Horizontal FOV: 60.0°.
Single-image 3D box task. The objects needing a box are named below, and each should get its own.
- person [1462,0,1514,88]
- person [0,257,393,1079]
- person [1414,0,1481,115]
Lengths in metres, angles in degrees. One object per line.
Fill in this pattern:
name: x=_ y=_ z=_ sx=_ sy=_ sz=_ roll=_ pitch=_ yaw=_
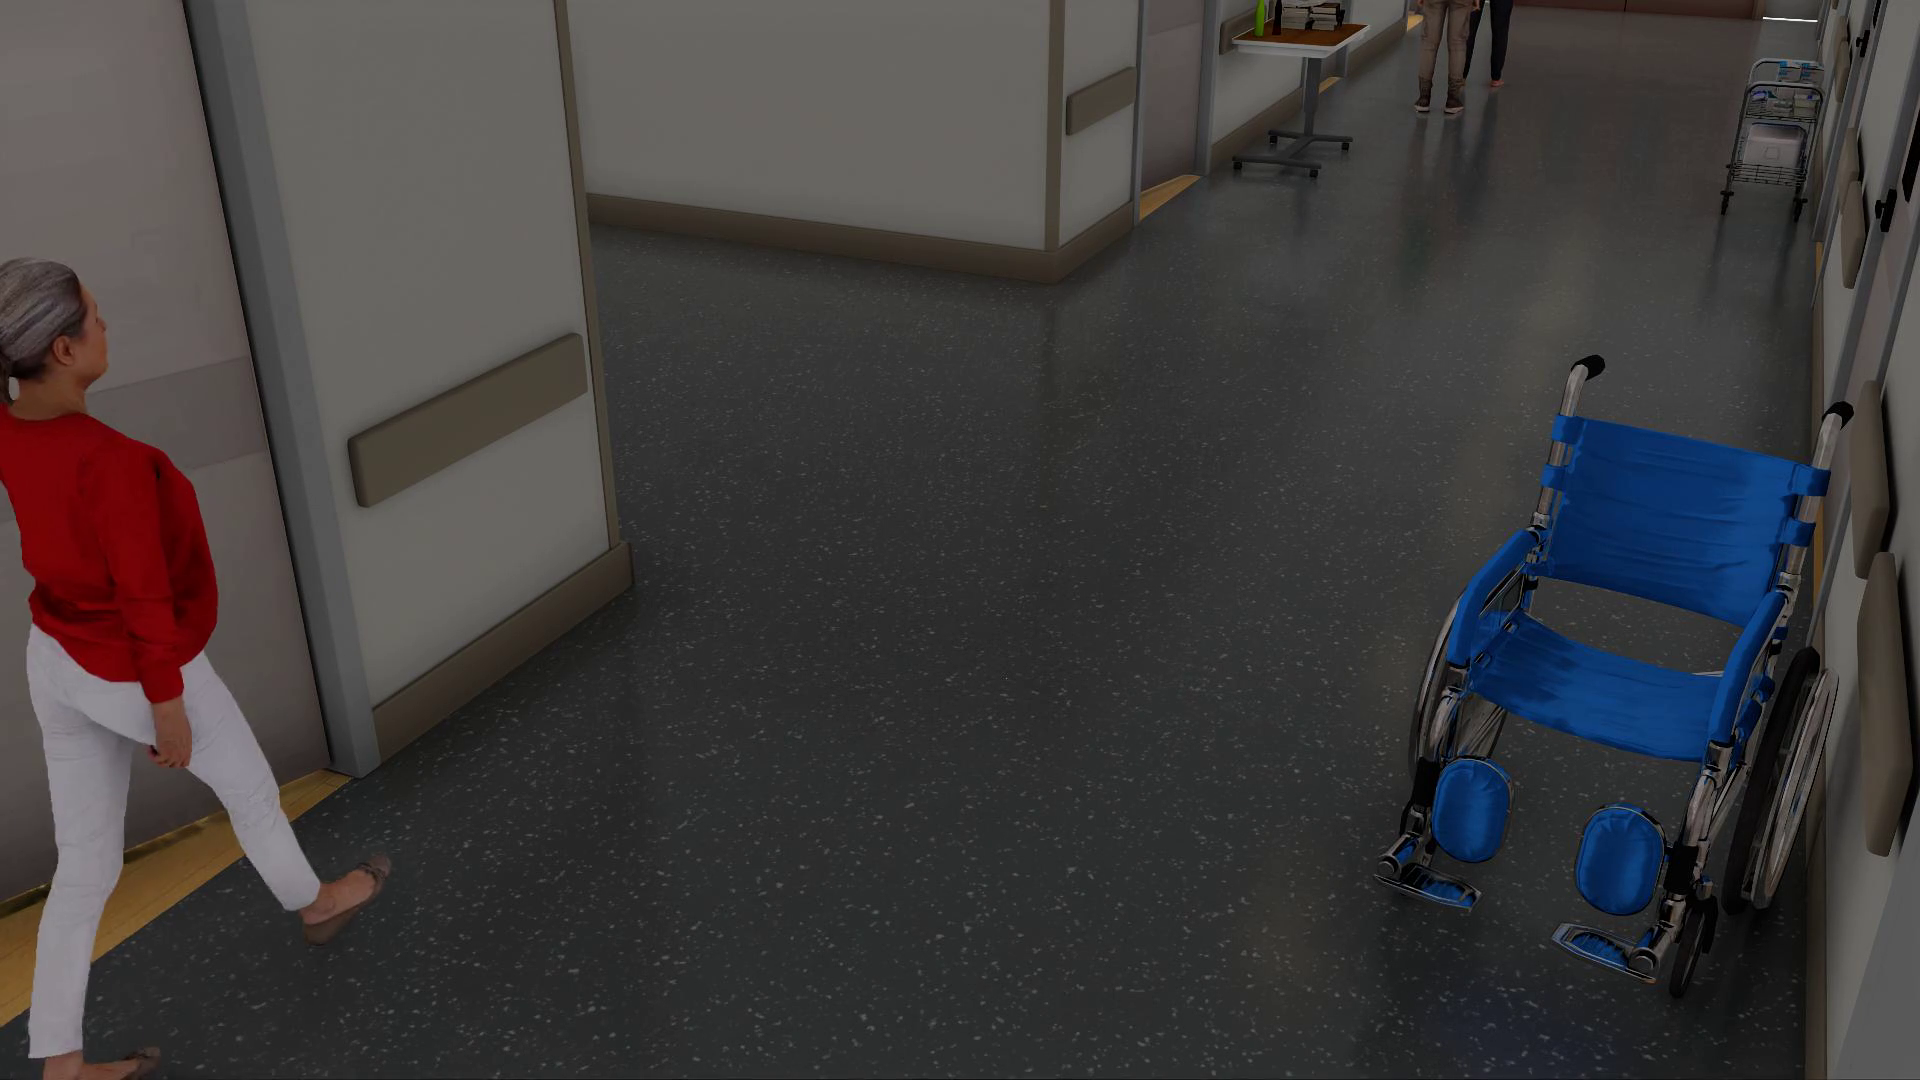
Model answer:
person: x=4.103 y=-4.406 z=12.850 sx=0.644 sy=1.727 sz=0.558 roll=7 pitch=27 yaw=15
person: x=-1.626 y=0.339 z=3.104 sx=0.564 sy=1.644 sz=1.111 roll=12 pitch=28 yaw=24
person: x=3.513 y=-3.928 z=11.943 sx=0.616 sy=1.652 sz=0.559 roll=8 pitch=27 yaw=16
